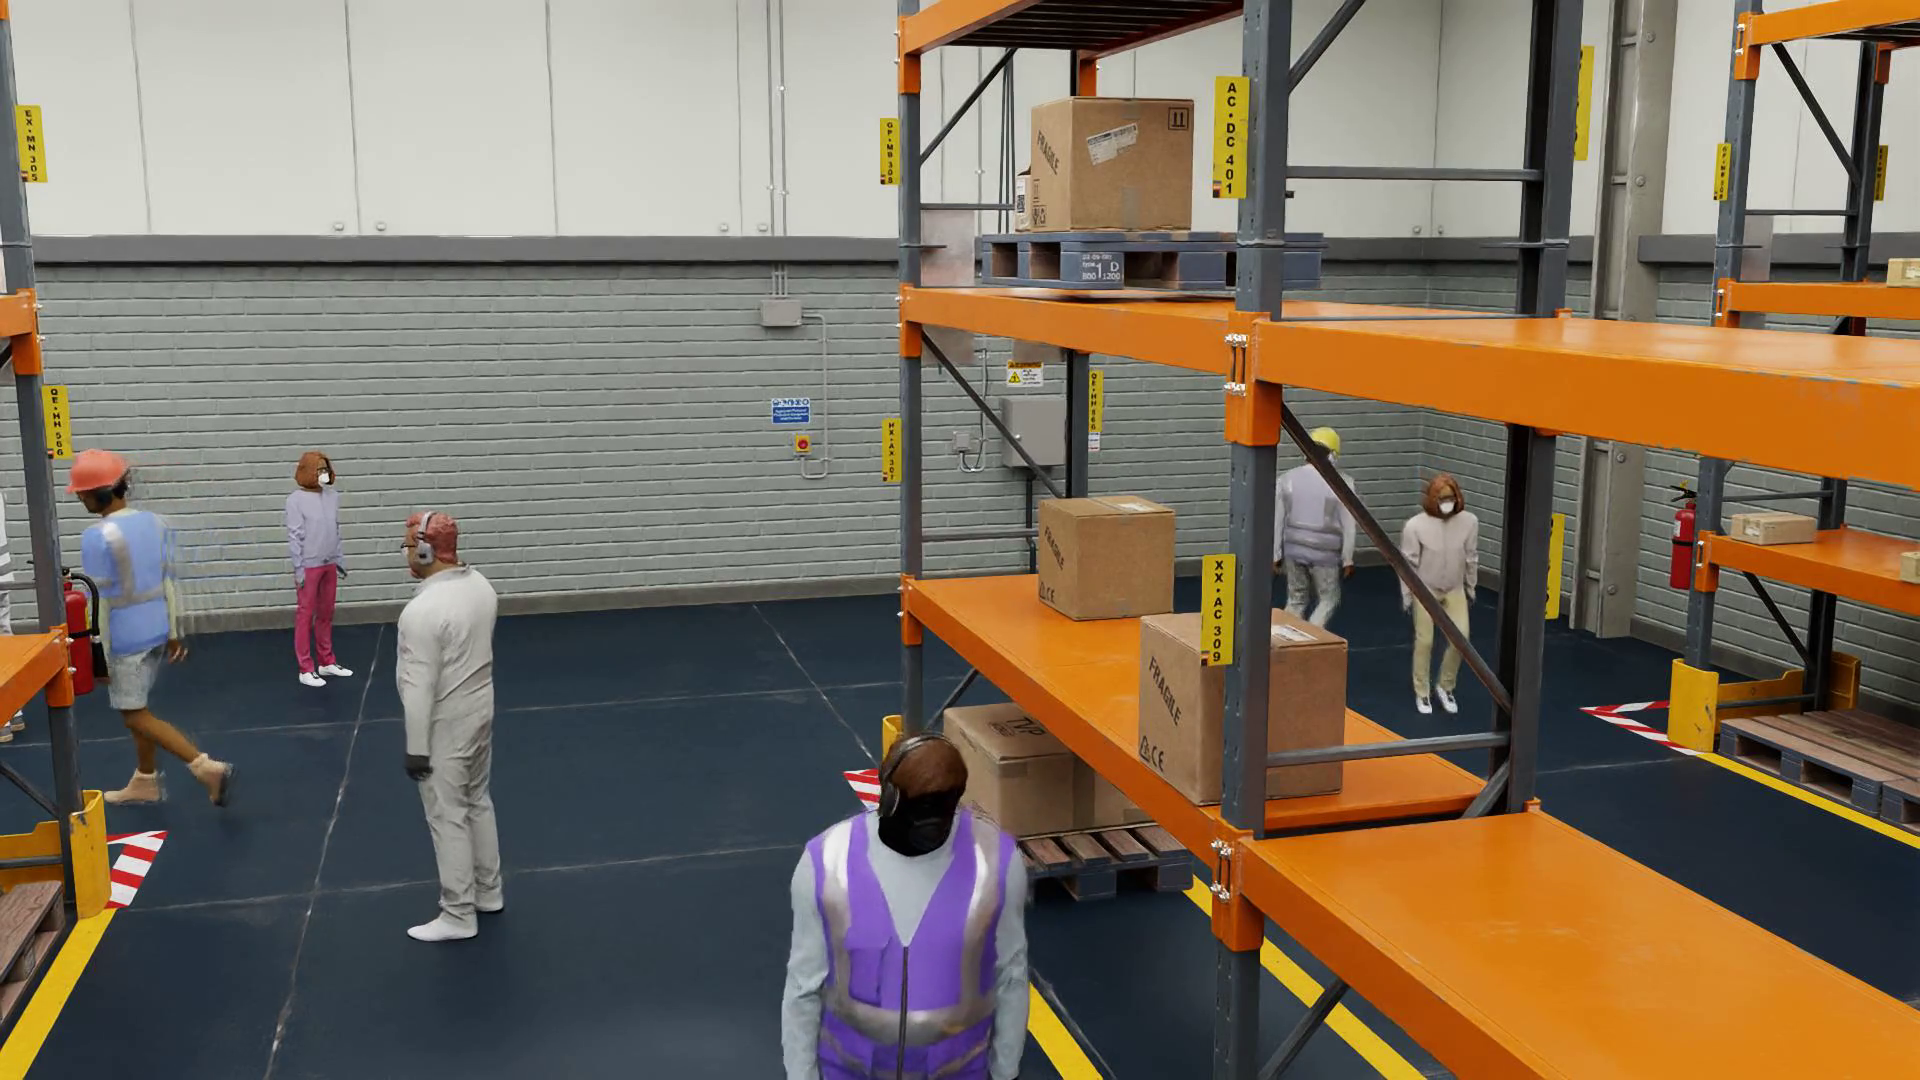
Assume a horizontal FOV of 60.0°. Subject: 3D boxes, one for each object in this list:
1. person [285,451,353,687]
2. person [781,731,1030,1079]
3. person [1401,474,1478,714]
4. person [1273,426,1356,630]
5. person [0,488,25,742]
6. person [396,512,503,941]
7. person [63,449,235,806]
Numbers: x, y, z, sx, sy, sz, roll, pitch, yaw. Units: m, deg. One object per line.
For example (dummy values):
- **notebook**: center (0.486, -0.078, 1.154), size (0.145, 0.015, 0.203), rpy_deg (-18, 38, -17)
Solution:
- **person**: center (-4.489, 0.191, 11.642), size (0.284, 1.634, 0.498), rpy_deg (3, 11, 19)
- **person**: center (-0.141, 1.374, 4.379), size (0.643, 1.823, 0.471), rpy_deg (0, 10, 2)
- **person**: center (3.097, 0.354, 10.776), size (0.524, 1.602, 0.437), rpy_deg (0, 10, -2)
- **person**: center (2.491, 0.096, 11.750), size (0.623, 1.784, 0.514), rpy_deg (7, 12, 35)
- **person**: center (-6.029, 0.312, 10.232), size (0.353, 1.886, 0.573), rpy_deg (-2, 10, -9)
- **person**: center (-2.277, 0.815, 7.350), size (0.401, 1.899, 0.638), rpy_deg (2, 10, 10)
- **person**: center (-4.280, 0.505, 8.813), size (0.822, 2.008, 0.643), rpy_deg (1, 10, 7)
